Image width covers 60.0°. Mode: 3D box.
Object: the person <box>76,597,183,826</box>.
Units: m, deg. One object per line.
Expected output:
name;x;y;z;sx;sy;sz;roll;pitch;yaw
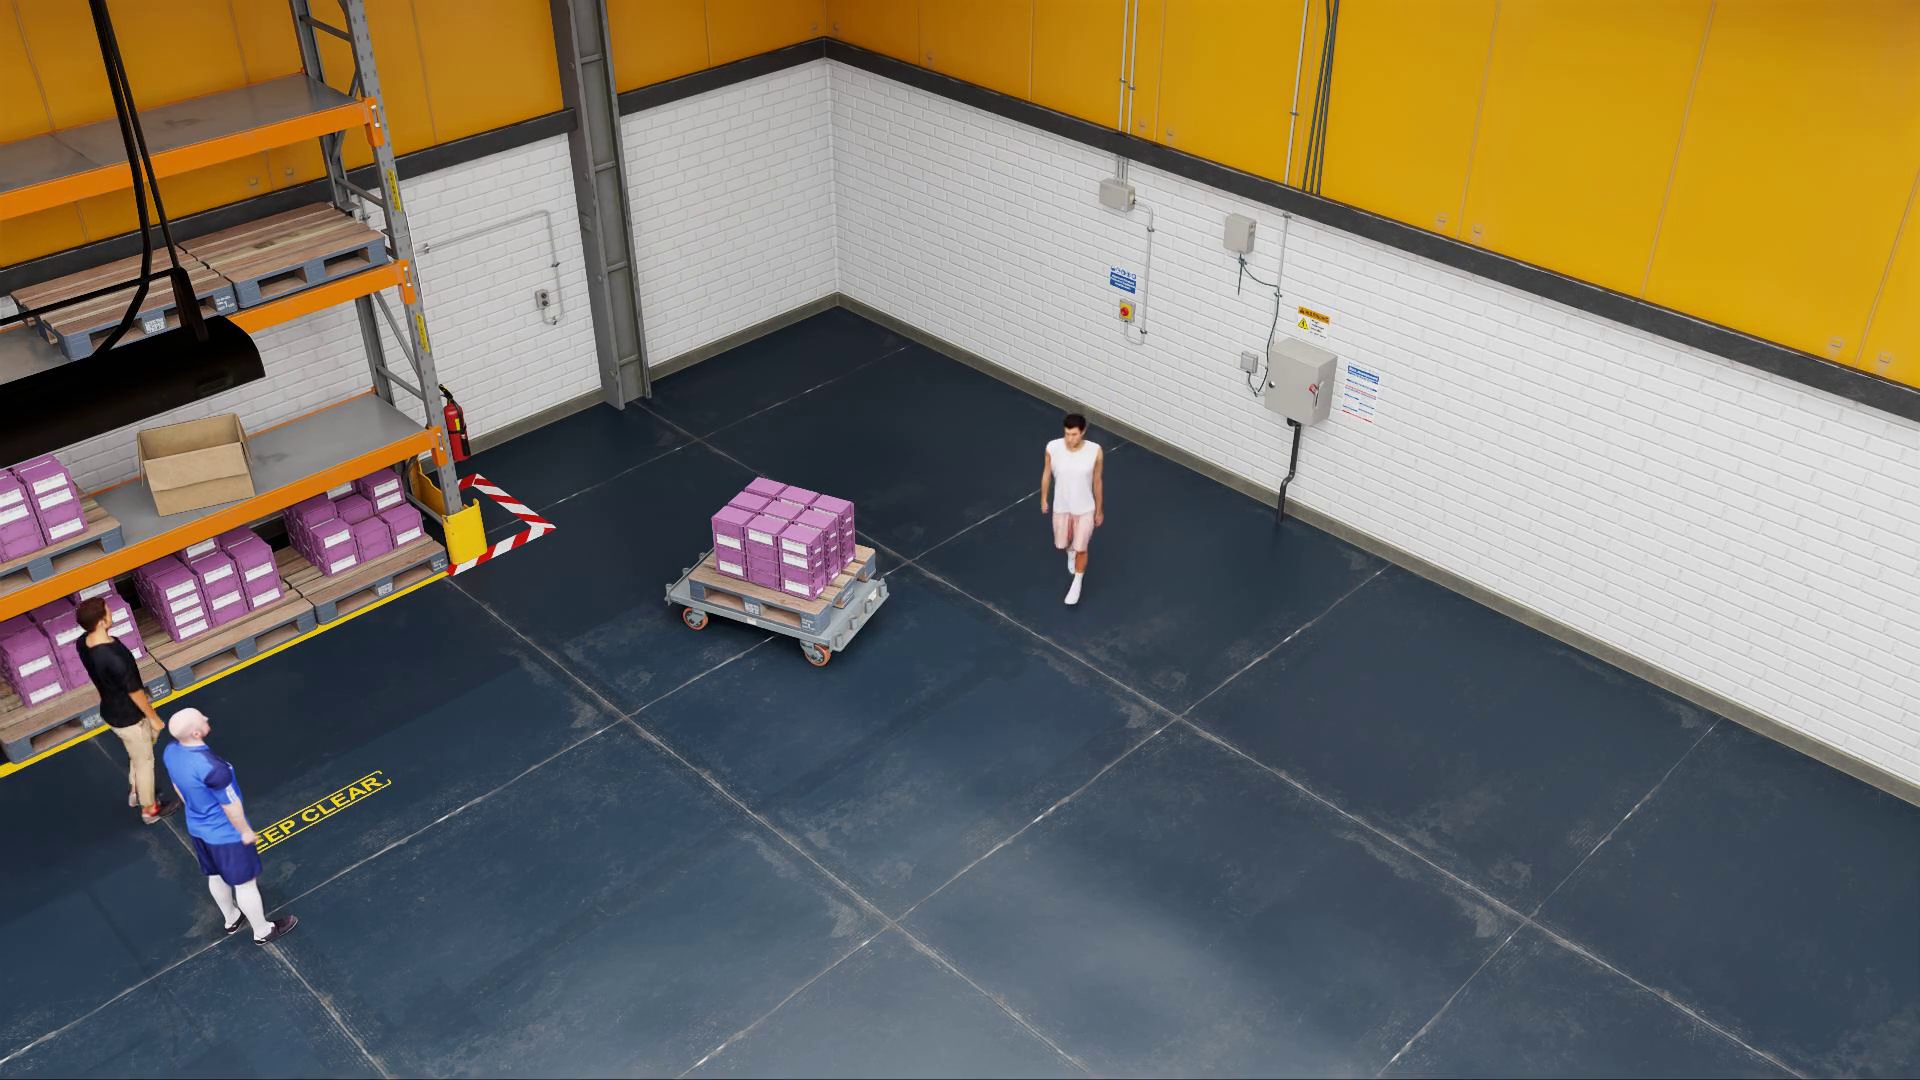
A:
person;-5.758;1.225;11.316;0.643;1.842;0.598;25;41;33

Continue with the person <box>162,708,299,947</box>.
person;-4.661;1.797;10.456;0.728;1.842;0.670;18;37;24

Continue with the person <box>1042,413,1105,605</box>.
person;0.974;-0.334;13.735;0.920;1.761;1.025;8;34;11
